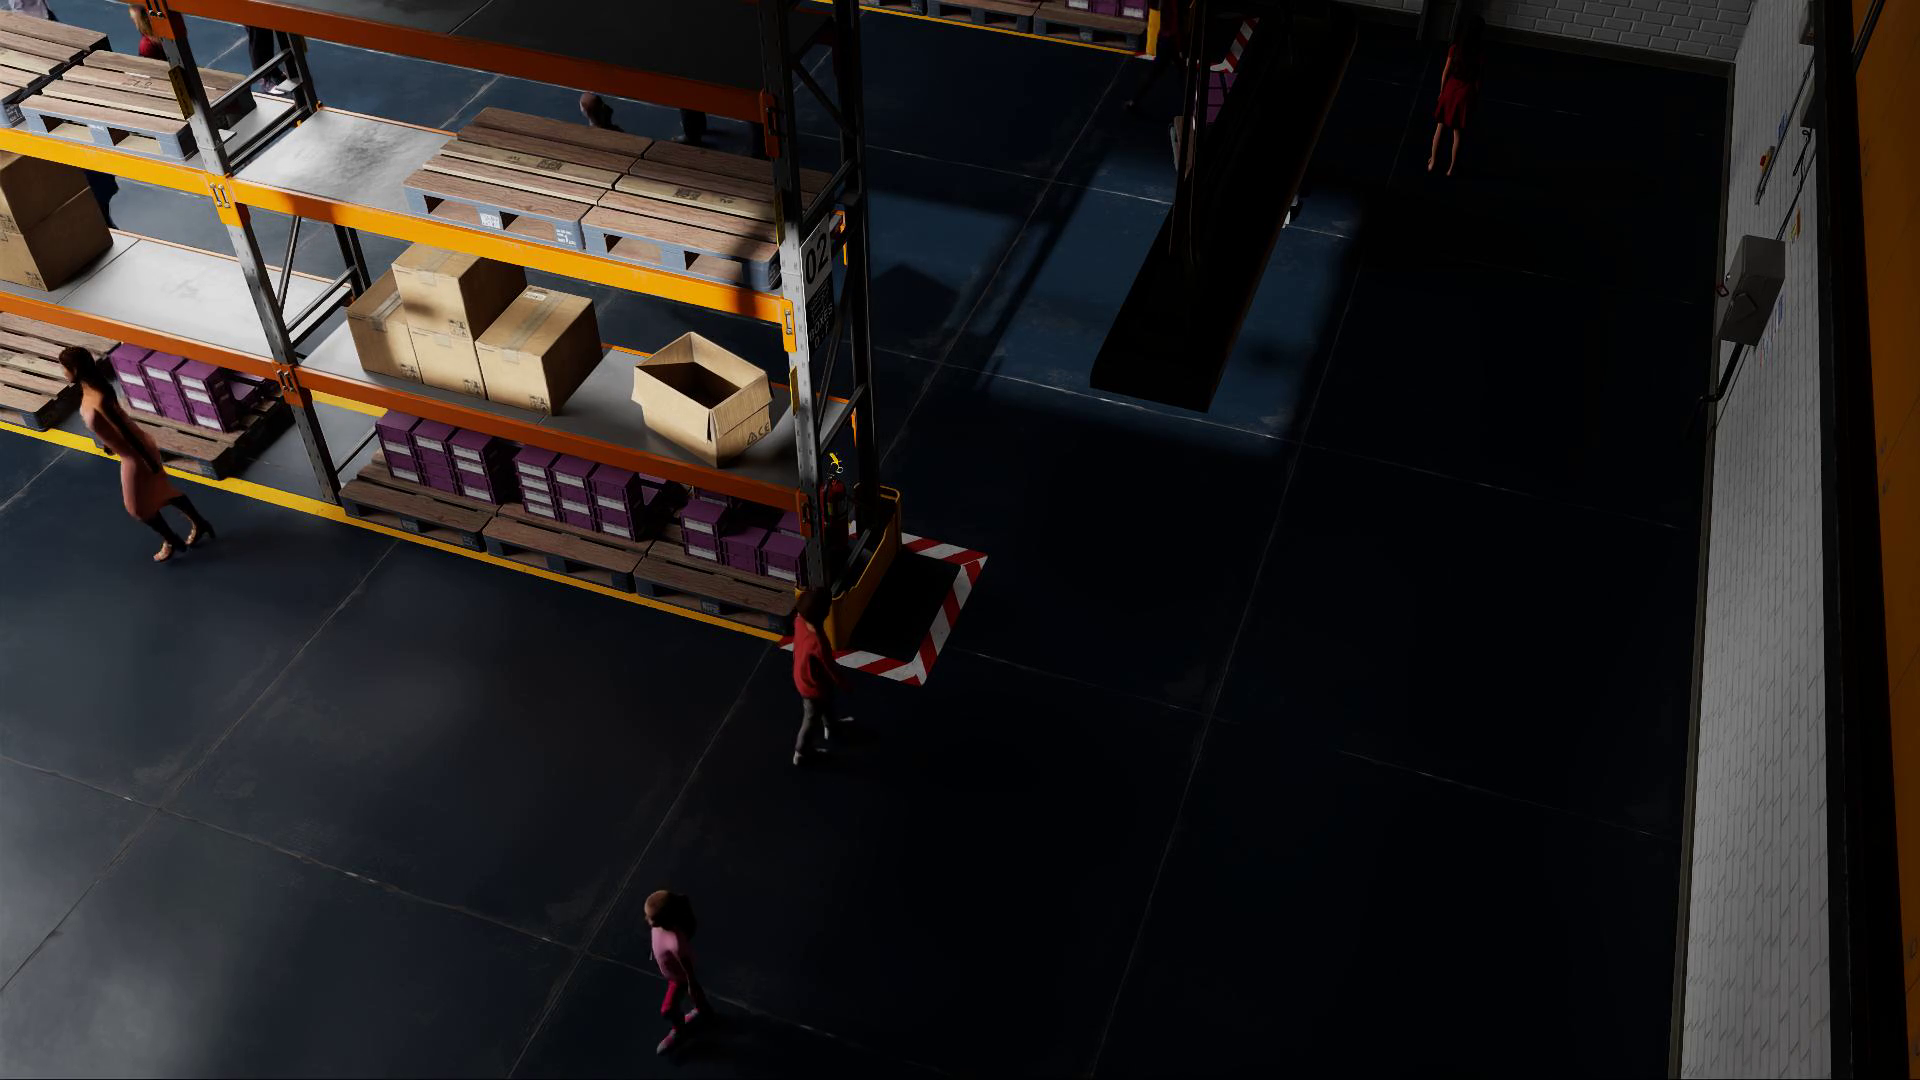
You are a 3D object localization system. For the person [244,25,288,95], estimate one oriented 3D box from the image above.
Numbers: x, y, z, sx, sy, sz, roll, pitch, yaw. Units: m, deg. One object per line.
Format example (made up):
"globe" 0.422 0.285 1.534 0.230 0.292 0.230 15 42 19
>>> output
"person" -7.028 -5.367 16.461 0.673 1.872 0.728 0 44 0

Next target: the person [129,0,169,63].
"person" -7.292 -4.220 15.439 0.628 1.622 0.629 9 44 9

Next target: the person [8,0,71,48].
"person" -9.069 -5.062 16.169 0.896 1.834 0.841 -2 44 -2

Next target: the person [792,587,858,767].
"person" -0.968 0.894 10.235 0.819 1.395 0.763 -17 46 -17

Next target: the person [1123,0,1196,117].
"person" 1.934 -4.777 16.031 1.139 1.611 0.792 3 44 3

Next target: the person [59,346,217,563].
"person" -5.624 -0.602 11.514 0.851 1.797 0.795 -29 51 -27

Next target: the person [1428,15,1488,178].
"person" 4.605 -4.106 15.369 0.599 1.553 0.660 24 48 23

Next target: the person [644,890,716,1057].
"person" -1.456 2.253 8.906 0.723 1.261 0.667 -22 48 -21
